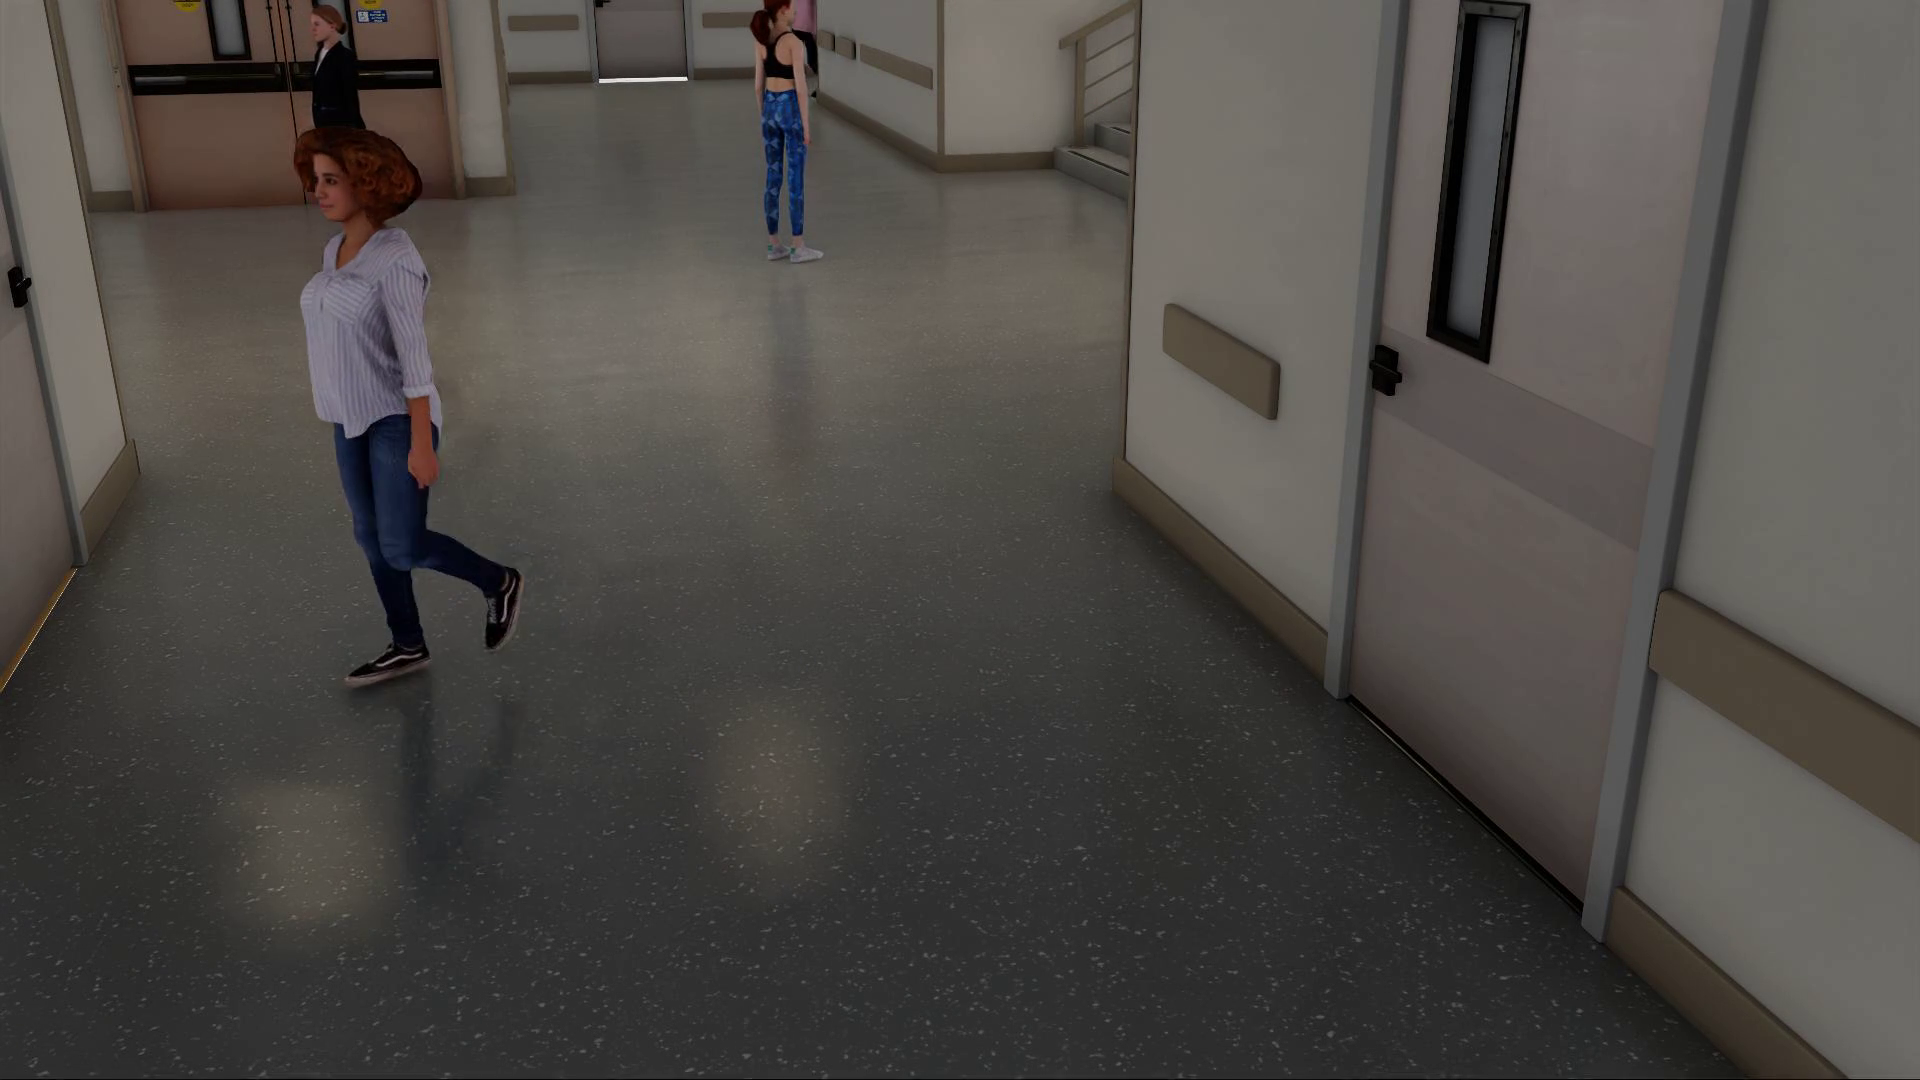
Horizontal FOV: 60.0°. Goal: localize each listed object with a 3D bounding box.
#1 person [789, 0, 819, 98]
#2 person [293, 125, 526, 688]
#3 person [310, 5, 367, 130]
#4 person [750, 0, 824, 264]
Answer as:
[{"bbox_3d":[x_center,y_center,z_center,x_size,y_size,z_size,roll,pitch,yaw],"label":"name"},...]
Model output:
[{"bbox_3d":[-1.865,-6.323,20.746,1.089,1.647,1.108,10,23,26],"label":"person"},{"bbox_3d":[-1.632,-0.379,4.987,0.947,1.693,0.865,-19,28,-41],"label":"person"},{"bbox_3d":[-4.124,-2.709,11.151,0.699,1.684,0.714,18,27,40],"label":"person"},{"bbox_3d":[-1.180,-2.781,11.199,0.672,1.785,0.726,13,25,31],"label":"person"}]
